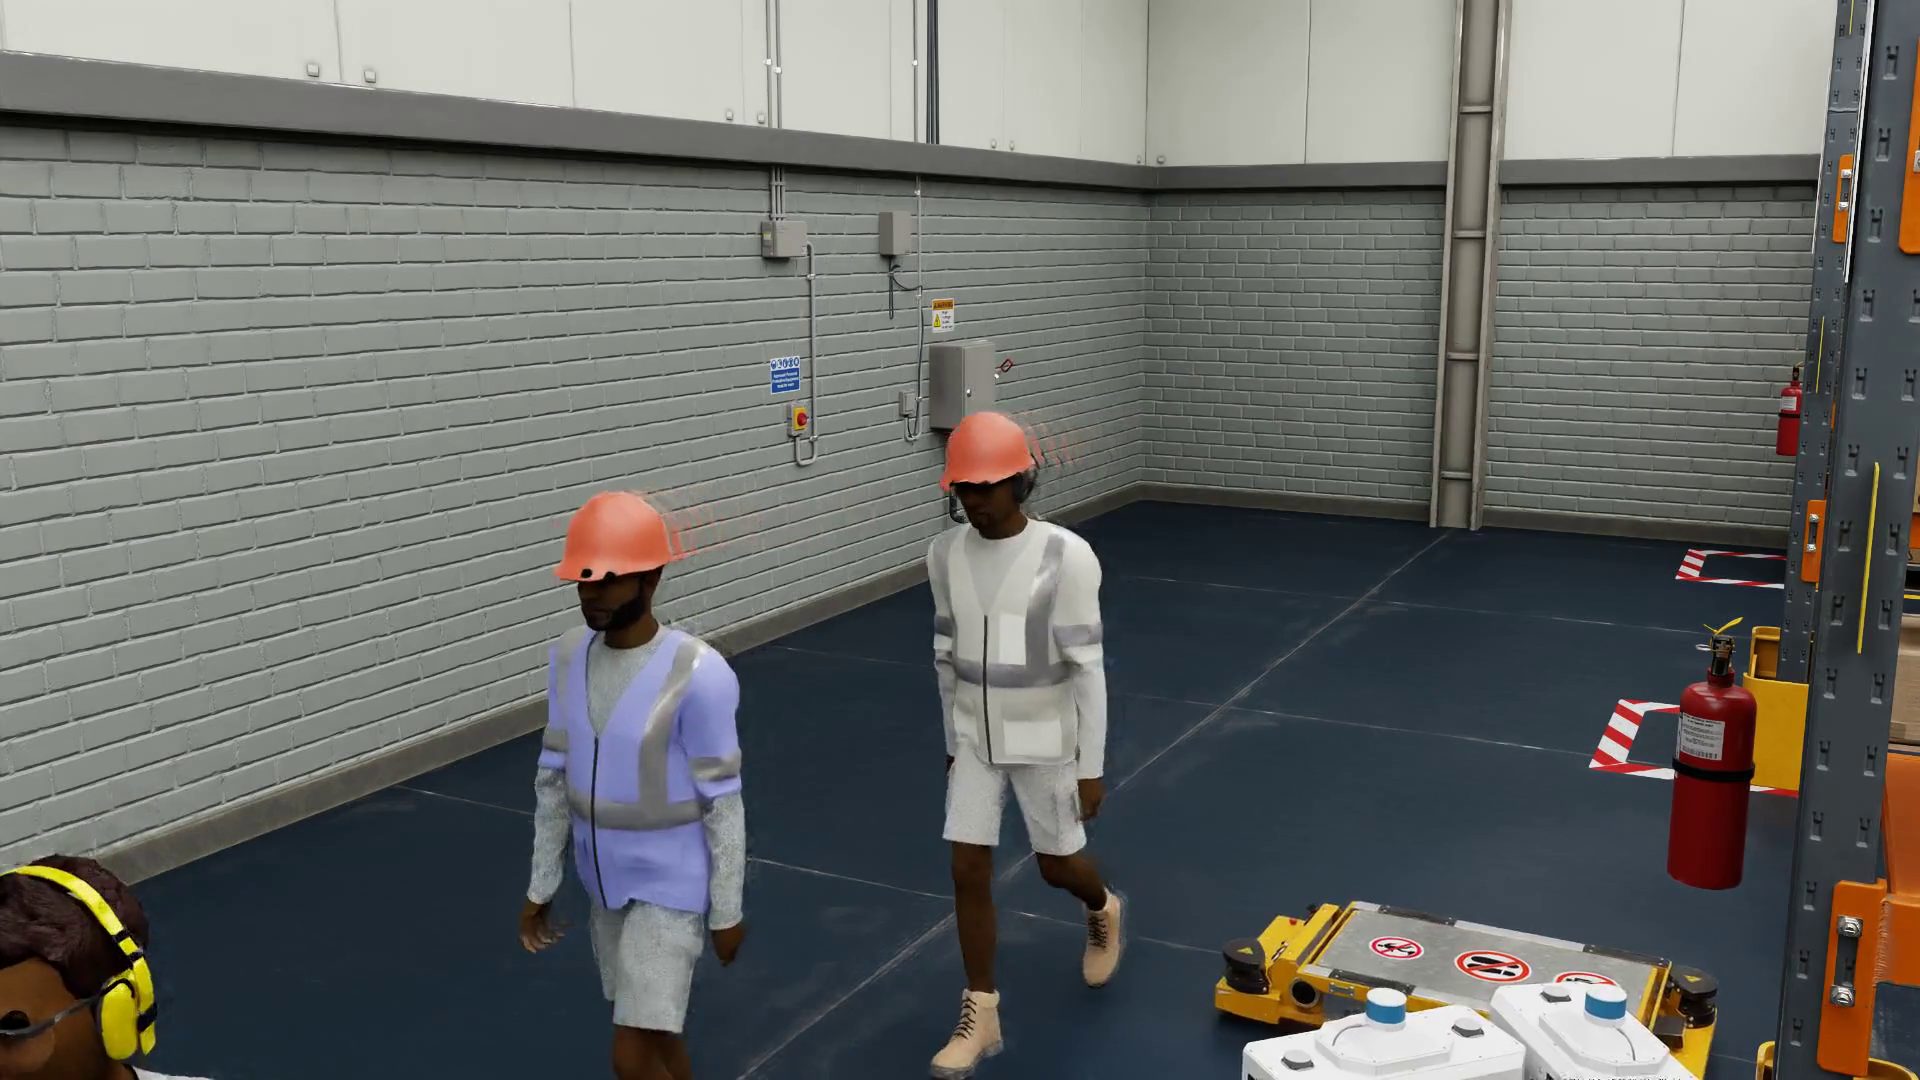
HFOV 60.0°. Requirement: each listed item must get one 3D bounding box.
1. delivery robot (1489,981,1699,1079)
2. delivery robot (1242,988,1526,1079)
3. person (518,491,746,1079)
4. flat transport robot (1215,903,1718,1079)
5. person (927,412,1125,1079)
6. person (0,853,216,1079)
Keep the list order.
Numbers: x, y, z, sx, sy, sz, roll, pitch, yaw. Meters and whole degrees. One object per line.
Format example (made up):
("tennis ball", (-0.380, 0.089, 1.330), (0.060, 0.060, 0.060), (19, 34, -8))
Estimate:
("delivery robot", (1.679, 1.409, 4.360), (0.477, 0.478, 0.707), (-1, 10, -7))
("delivery robot", (1.100, 1.413, 4.336), (0.707, 0.478, 0.477), (-4, 11, -19))
("person", (-0.807, 0.835, 3.998), (0.544, 1.918, 0.647), (7, 13, 35))
("flat transport robot", (1.601, 1.429, 5.282), (1.431, 0.197, 0.652), (6, 12, 28))
("person", (0.233, 0.584, 5.166), (0.668, 2.002, 0.927), (7, 13, 34))
("person", (-1.023, 1.260, 1.959), (0.541, 1.821, 0.946), (2, 11, 10))
